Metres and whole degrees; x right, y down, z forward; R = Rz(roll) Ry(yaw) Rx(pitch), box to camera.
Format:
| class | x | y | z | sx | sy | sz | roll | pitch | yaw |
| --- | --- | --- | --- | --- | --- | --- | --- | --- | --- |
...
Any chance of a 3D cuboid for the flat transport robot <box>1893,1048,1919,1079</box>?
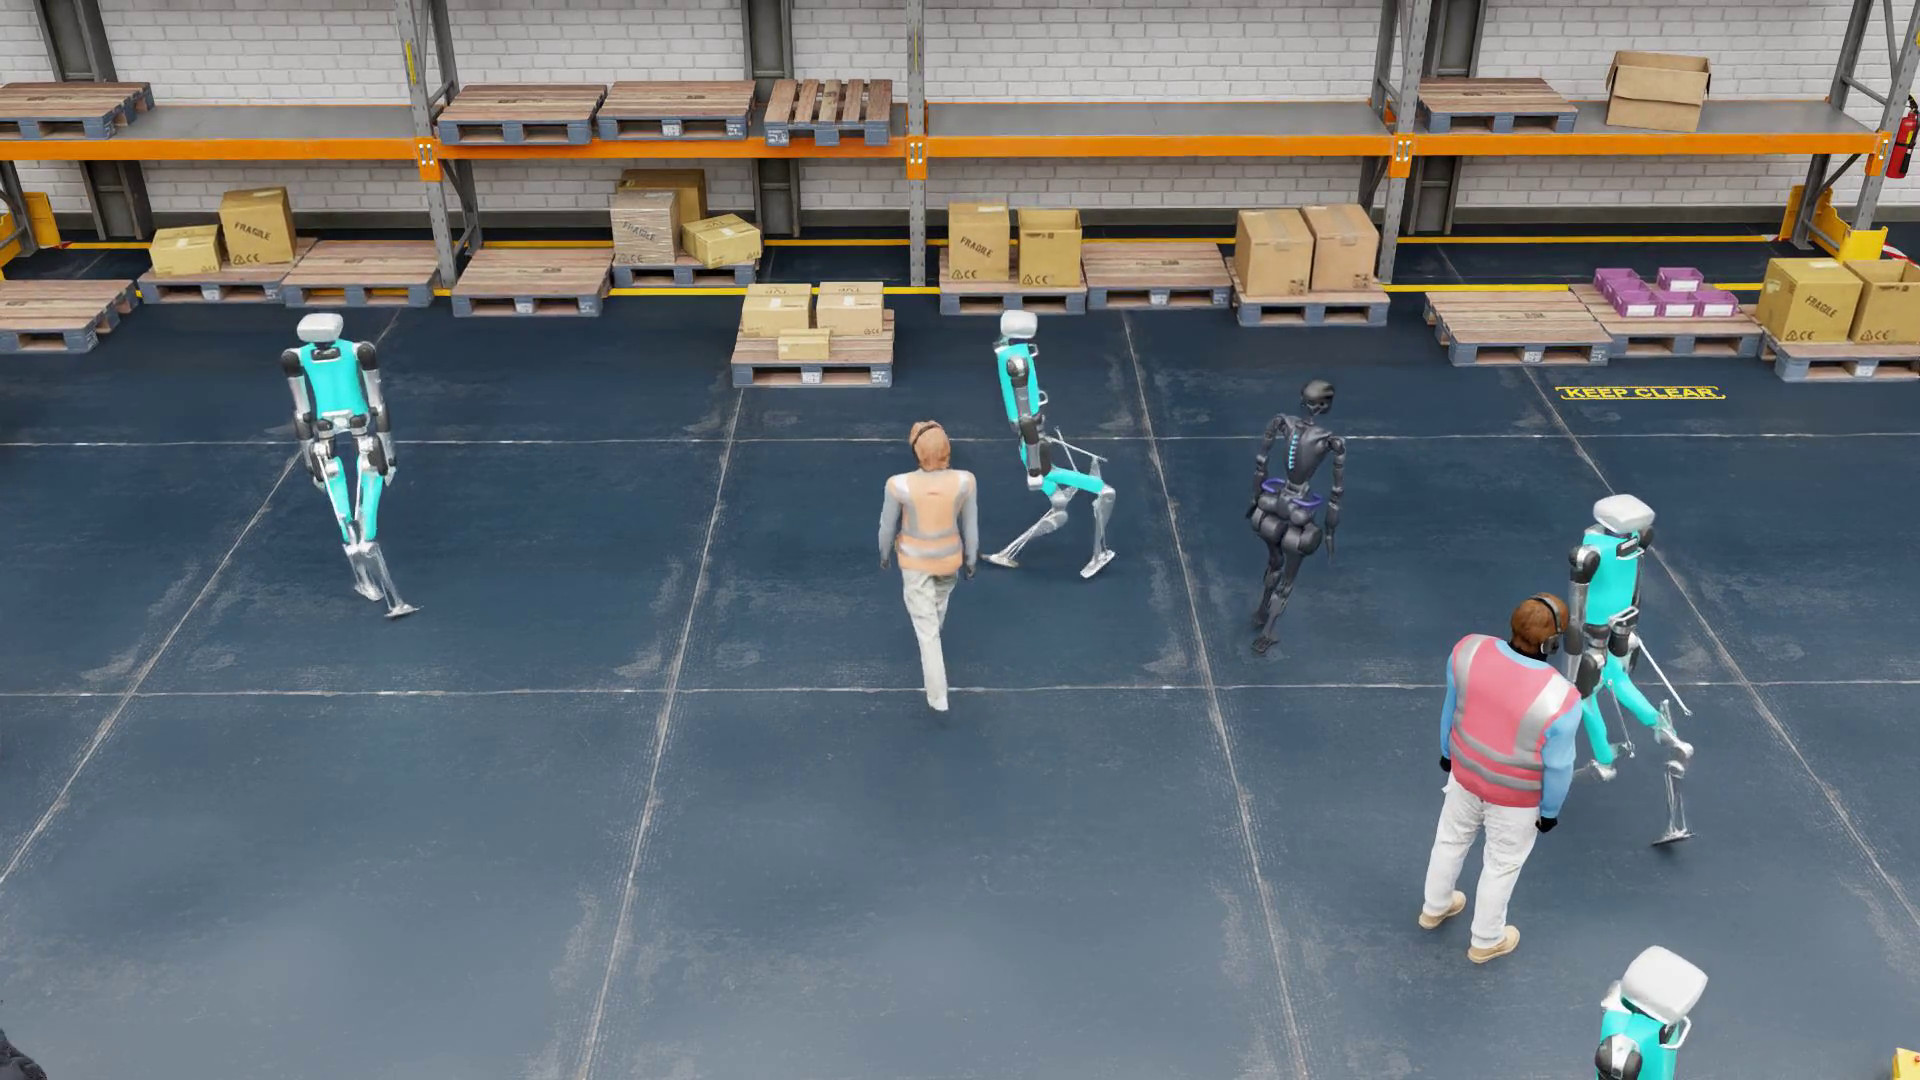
| class | x | y | z | sx | sy | sz | roll | pitch | yaw |
| --- | --- | --- | --- | --- | --- | --- | --- | --- | --- |
| flat transport robot | 4.435 | 2.397 | 6.420 | 1.431 | 0.231 | 0.659 | 12 | 33 | 19 |

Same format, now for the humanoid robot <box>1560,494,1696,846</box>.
| class | x | y | z | sx | sy | sz | roll | pitch | yaw |
| --- | --- | --- | --- | --- | --- | --- | --- | --- | --- |
| humanoid robot | 3.235 | 0.723 | 7.827 | 0.538 | 1.773 | 1.002 | -21 | 37 | -31 |

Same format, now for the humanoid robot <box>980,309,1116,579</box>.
| class | x | y | z | sx | sy | sz | roll | pitch | yaw |
| --- | --- | --- | --- | --- | --- | --- | --- | --- | --- |
| humanoid robot | 0.641 | -0.543 | 9.928 | 1.019 | 1.766 | 0.533 | -3 | 31 | -4 |

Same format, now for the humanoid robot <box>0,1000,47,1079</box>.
| class | x | y | z | sx | sy | sz | roll | pitch | yaw |
| --- | --- | --- | --- | --- | --- | --- | --- | --- | --- |
| humanoid robot | -3.587 | 1.771 | 6.110 | 0.595 | 1.624 | 0.668 | 26 | 39 | 36 |

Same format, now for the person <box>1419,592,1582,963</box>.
| class | x | y | z | sx | sy | sz | roll | pitch | yaw |
| --- | --- | --- | --- | --- | --- | --- | --- | --- | --- |
| person | 2.344 | 1.022 | 7.199 | 0.431 | 1.836 | 0.628 | -23 | 38 | -33 |

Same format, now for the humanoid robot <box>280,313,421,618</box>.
| class | x | y | z | sx | sy | sz | roll | pitch | yaw |
| --- | --- | --- | --- | --- | --- | --- | --- | --- | --- |
| humanoid robot | -3.519 | -0.348 | 9.566 | 0.600 | 1.773 | 0.863 | -4 | 31 | -7 |

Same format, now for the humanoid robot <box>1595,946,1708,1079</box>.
| class | x | y | z | sx | sy | sz | roll | pitch | yaw |
| --- | --- | --- | --- | --- | --- | --- | --- | --- | --- |
| humanoid robot | 2.325 | 2.112 | 5.464 | 0.930 | 1.751 | 0.554 | 21 | 37 | 31 |

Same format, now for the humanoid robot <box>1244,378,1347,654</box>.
| class | x | y | z | sx | sy | sz | roll | pitch | yaw |
| --- | --- | --- | --- | --- | --- | --- | --- | --- | --- |
| humanoid robot | 1.831 | -0.145 | 9.287 | 0.604 | 1.639 | 0.459 | 25 | 39 | 35 |

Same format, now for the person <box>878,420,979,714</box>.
| class | x | y | z | sx | sy | sz | roll | pitch | yaw |
| --- | --- | --- | --- | --- | --- | --- | --- | --- | --- |
| person | -0.165 | 0.106 | 8.942 | 0.521 | 1.591 | 0.871 | -9 | 32 | -15 |
